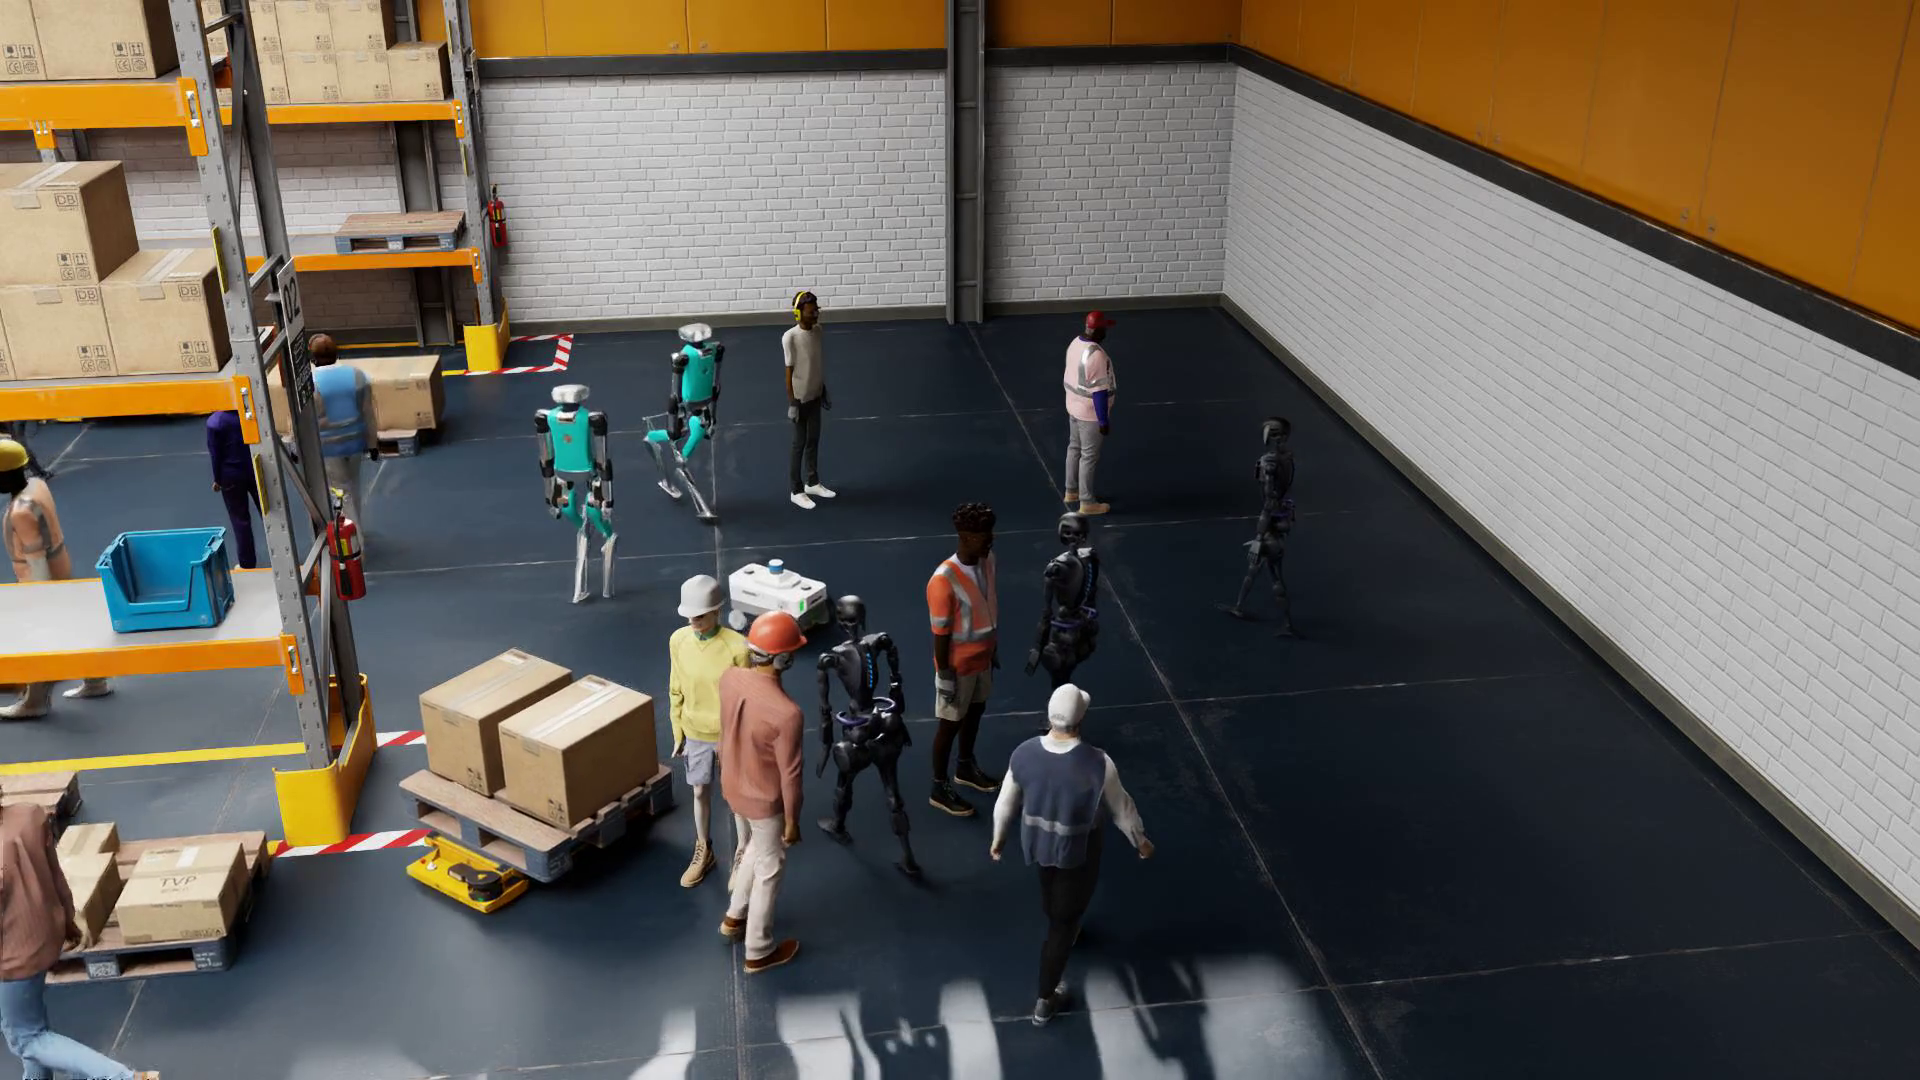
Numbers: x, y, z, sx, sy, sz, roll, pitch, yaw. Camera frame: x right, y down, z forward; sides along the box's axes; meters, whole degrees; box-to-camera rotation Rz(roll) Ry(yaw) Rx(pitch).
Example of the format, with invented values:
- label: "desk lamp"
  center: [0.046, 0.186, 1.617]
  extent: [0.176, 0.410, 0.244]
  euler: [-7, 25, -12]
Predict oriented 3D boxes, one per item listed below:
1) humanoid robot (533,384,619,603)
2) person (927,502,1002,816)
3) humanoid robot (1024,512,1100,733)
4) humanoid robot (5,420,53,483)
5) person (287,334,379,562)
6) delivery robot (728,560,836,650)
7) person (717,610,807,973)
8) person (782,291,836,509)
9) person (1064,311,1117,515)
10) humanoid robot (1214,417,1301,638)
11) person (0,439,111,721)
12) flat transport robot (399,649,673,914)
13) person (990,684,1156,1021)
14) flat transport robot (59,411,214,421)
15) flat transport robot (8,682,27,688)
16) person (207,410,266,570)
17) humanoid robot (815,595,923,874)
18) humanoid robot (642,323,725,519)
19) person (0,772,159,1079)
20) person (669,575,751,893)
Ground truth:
- label: "humanoid robot"
  center: [-2.777, -0.354, 12.388]
  extent: [0.530, 1.807, 0.667]
  euler: [2, 24, 5]
- label: "person"
  center: [0.043, 0.684, 9.746]
  extent: [0.366, 1.958, 0.603]
  euler: [15, 28, 30]
- label: "humanoid robot"
  center: [0.647, 0.610, 10.295]
  extent: [0.598, 1.654, 0.609]
  euler: [18, 30, 36]
- label: "humanoid robot"
  center: [-8.309, -1.262, 14.516]
  extent: [0.592, 1.648, 0.327]
  euler: [14, 27, 29]
- label: "person"
  center: [-5.007, -0.758, 13.215]
  extent: [0.846, 1.808, 0.631]
  euler: [20, 31, 38]
- label: "delivery robot"
  center: [-1.314, 0.428, 12.048]
  extent: [0.778, 0.581, 0.499]
  euler: [14, 27, 29]
- label: "person"
  center: [-0.971, 1.270, 8.412]
  extent: [0.504, 1.965, 0.623]
  euler: [-21, 31, -39]
- label: "person"
  center: [-1.282, -1.205, 14.150]
  extent: [0.328, 1.873, 0.518]
  euler: [14, 27, 29]
- label: "person"
  center: [1.103, -1.084, 14.035]
  extent: [0.418, 1.746, 0.598]
  euler: [-9, 25, -19]
- label: "humanoid robot"
  center: [2.166, -0.090, 11.887]
  extent: [0.737, 1.631, 0.597]
  euler: [8, 25, 18]
- label: "person"
  center: [-6.060, 0.252, 10.810]
  extent: [0.666, 1.910, 0.599]
  euler: [-6, 24, -14]
- label: "flat transport robot"
  center: [-2.422, 1.646, 9.647]
  extent: [0.659, 0.231, 1.431]
  euler: [15, 28, 31]
- label: "person"
  center: [0.574, 1.471, 8.244]
  extent: [0.737, 1.717, 0.898]
  euler: [13, 27, 27]
- label: "flat transport robot"
  center: [-8.132, -1.401, 16.588]
  extent: [1.431, 0.231, 0.659]
  euler: [-3, 24, -7]
- label: "flat transport robot"
  center: [-6.897, 0.748, 11.693]
  extent: [1.431, 0.231, 0.659]
  euler: [5, 24, 12]
- label: "person"
  center: [-5.548, -0.506, 12.859]
  extent: [0.350, 1.622, 0.460]
  euler: [20, 31, 39]
- label: "humanoid robot"
  center: [-0.521, 1.076, 9.258]
  extent: [0.613, 1.618, 0.805]
  euler: [-18, 29, -35]
- label: "humanoid robot"
  center: [-2.387, -1.014, 13.937]
  extent: [1.015, 1.726, 0.541]
  euler: [17, 29, 34]
- label: "person"
  center: [-4.030, 1.781, 7.244]
  extent: [0.816, 1.962, 0.642]
  euler: [1, 24, 3]
- label: "person"
  center: [-1.334, 1.041, 9.010]
  extent: [0.488, 1.889, 0.388]
  euler: [5, 24, 12]
